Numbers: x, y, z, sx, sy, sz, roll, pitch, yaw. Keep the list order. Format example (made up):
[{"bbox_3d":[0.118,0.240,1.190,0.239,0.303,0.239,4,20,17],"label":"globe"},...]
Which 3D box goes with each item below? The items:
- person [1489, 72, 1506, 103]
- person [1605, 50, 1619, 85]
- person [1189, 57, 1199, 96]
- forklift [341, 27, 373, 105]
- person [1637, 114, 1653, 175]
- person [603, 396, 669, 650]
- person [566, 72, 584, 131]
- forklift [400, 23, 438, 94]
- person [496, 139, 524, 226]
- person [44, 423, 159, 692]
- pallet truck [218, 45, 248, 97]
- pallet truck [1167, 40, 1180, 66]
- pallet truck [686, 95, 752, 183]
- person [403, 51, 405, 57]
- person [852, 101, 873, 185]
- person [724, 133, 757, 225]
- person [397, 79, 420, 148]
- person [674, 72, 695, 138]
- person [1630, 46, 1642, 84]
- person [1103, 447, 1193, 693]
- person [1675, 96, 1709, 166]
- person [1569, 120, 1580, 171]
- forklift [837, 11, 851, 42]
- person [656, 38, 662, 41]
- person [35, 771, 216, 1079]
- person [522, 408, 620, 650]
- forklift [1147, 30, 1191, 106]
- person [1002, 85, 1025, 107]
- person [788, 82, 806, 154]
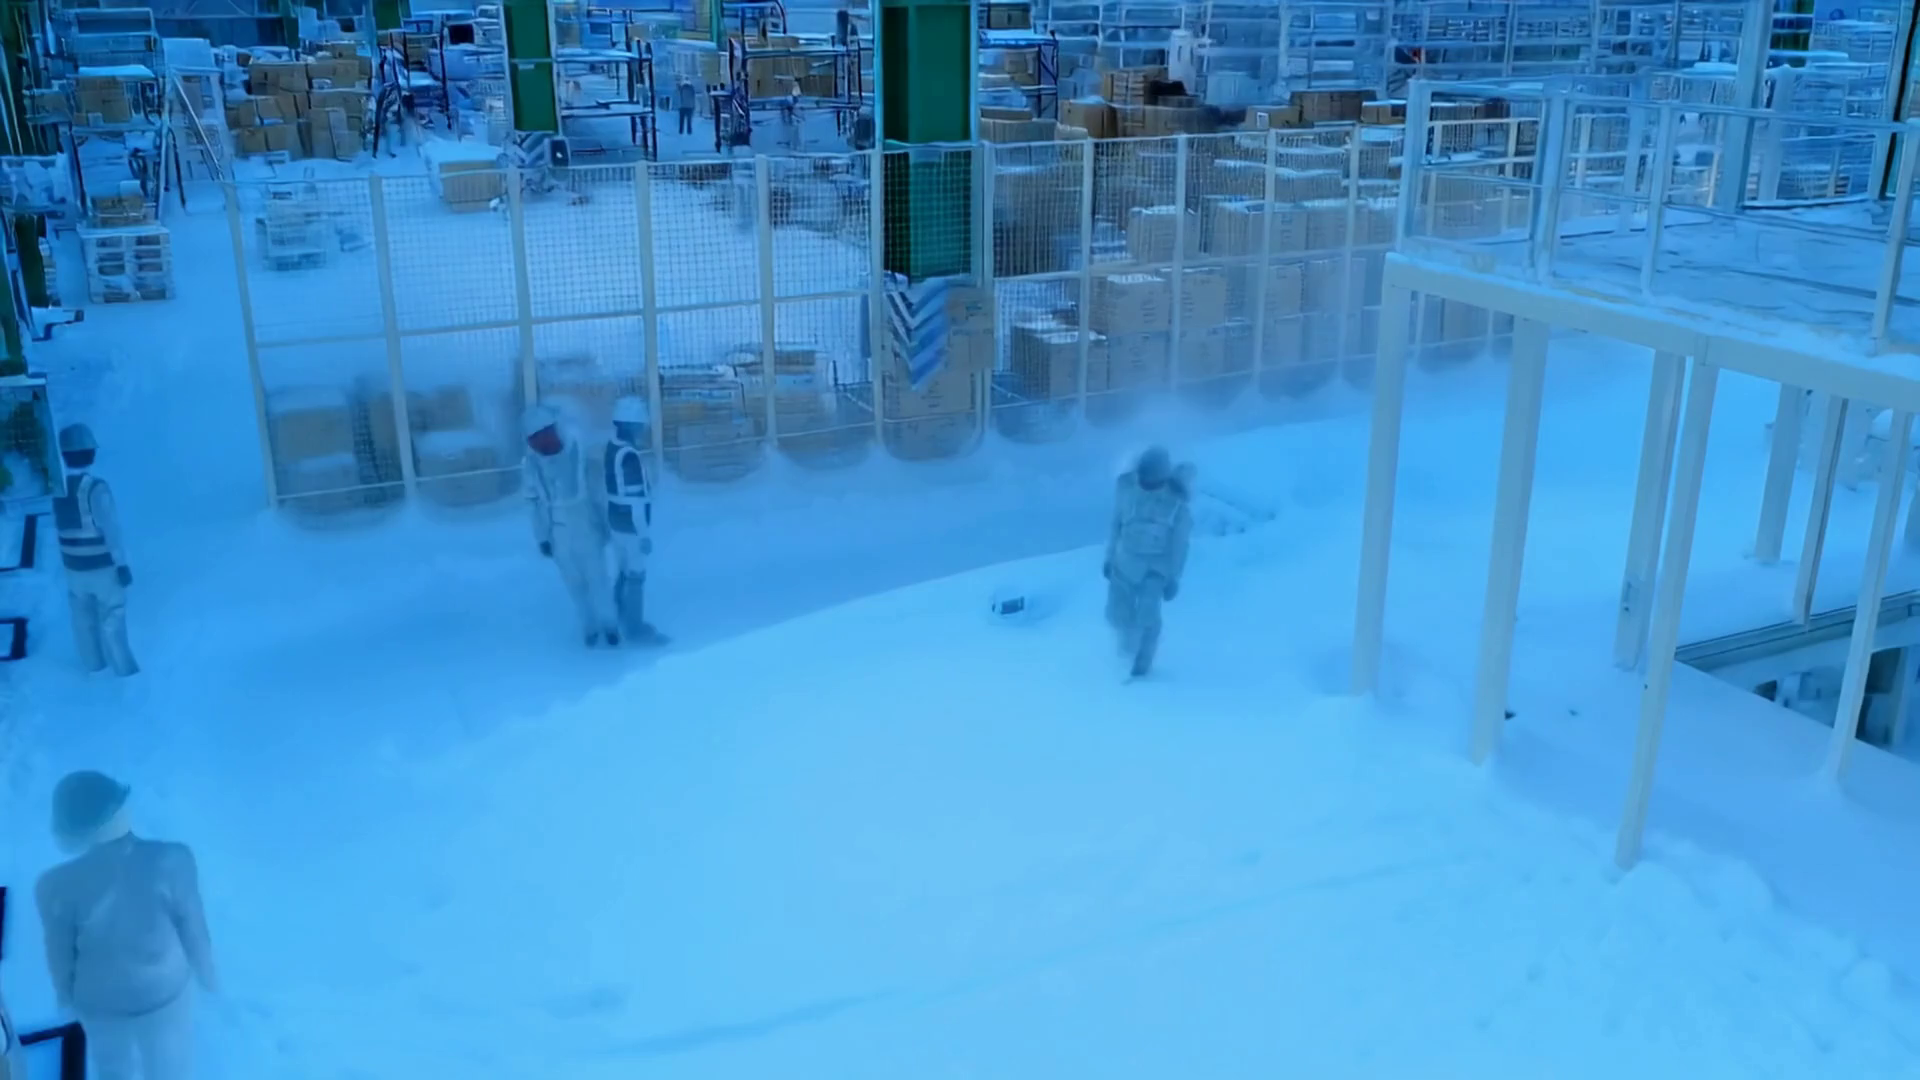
[{"bbox_3d":[16.109,-13.067,49.997,0.563,1.918,0.466,-9,21,-25],"label":"person"},{"bbox_3d":[26.877,-19.360,68.603,0.539,1.675,0.550,11,22,30],"label":"person"},{"bbox_3d":[8.473,-16.725,60.767,0.561,1.827,0.857,1,19,4],"label":"person"},{"bbox_3d":[-22.275,-17.346,60.954,1.873,2.768,1.129,-9,21,-25],"label":"forklift"},{"bbox_3d":[15.522,-8.735,37.605,0.998,1.827,0.507,6,20,16],"label":"person"},{"bbox_3d":[-2.453,-0.126,12.489,0.389,1.936,0.553,-11,22,-29],"label":"person"},{"bbox_3d":[-12.119,-13.853,52.461,0.513,1.801,0.938,-3,19,-8],"label":"person"},{"bbox_3d":[-22.112,-19.218,66.378,1.129,2.768,1.873,13,23,33],"label":"forklift"},{"bbox_3d":[-8.950,-7.126,33.114,0.533,1.697,0.318,-8,20,-21],"label":"person"},{"bbox_3d":[-6.085,0.131,11.700,0.601,1.948,0.386,8,20,21],"label":"person"},{"bbox_3d":[-28.879,-18.665,66.111,0.823,1.965,1.885,-3,19,-9],"label":"pallet truck"},{"bbox_3d":[9.045,-19.971,69.895,0.823,1.965,1.885,-3,19,-8],"label":"pallet truck"},{"bbox_3d":[-5.836,-9.608,39.856,0.823,1.965,1.885,10,22,27],"label":"pallet truck"},{"bbox_3d":[-22.261,-18.931,66.997,0.510,1.917,0.647,-16,25,-39],"label":"person"},{"bbox_3d":[-2.315,-9.376,39.292,0.374,1.933,0.621,13,23,33],"label":"person"},{"bbox_3d":[-4.369,-7.214,33.220,0.627,1.799,0.954,-9,21,-24],"label":"person"},{"bbox_3d":[-15.767,-12.129,47.304,0.861,1.904,0.555,12,23,32],"label":"person"},{"bbox_3d":[-8.273,-13.082,50.046,0.585,1.918,0.378,3,19,10],"label":"person"},{"bbox_3d":[27.723,-19.380,68.445,0.648,1.830,0.431,-7,20,-18],"label":"person"},{"bbox_3d":[1.288,0.208,11.665,0.653,1.823,0.431,14,23,34],"label":"person"},{"bbox_3d":[17.432,-9.543,39.601,0.701,2.000,0.536,2,19,6],"label":"person"},{"bbox_3d":[13.920,-8.909,38.218,0.542,1.739,0.580,7,20,20],"label":"person"},{"bbox_3d":[-5.792,-25.032,83.233,1.873,2.768,1.129,-9,21,-25],"label":"forklift"},{"bbox_3d":[-13.505,-21.390,74.148,0.749,1.917,0.552,-18,26,-42],"label":"person"},{"bbox_3d":[-3.375,1.822,6.822,0.592,1.930,0.939,-18,26,-41],"label":"person"},{"bbox_3d":[-2.906,-0.067,12.392,0.660,1.865,0.470,-1,19,-4],"label":"person"},{"bbox_3d":[7.638,-16.440,58.326,1.873,2.768,1.129,-9,21,-25],"label":"forklift"},{"bbox_3d":[1.427,-11.206,44.585,0.627,1.934,0.372,-4,19,-12],"label":"person"},{"bbox_3d":[-4.497,-11.593,45.728,0.393,1.920,0.587,10,21,26],"label":"person"}]
